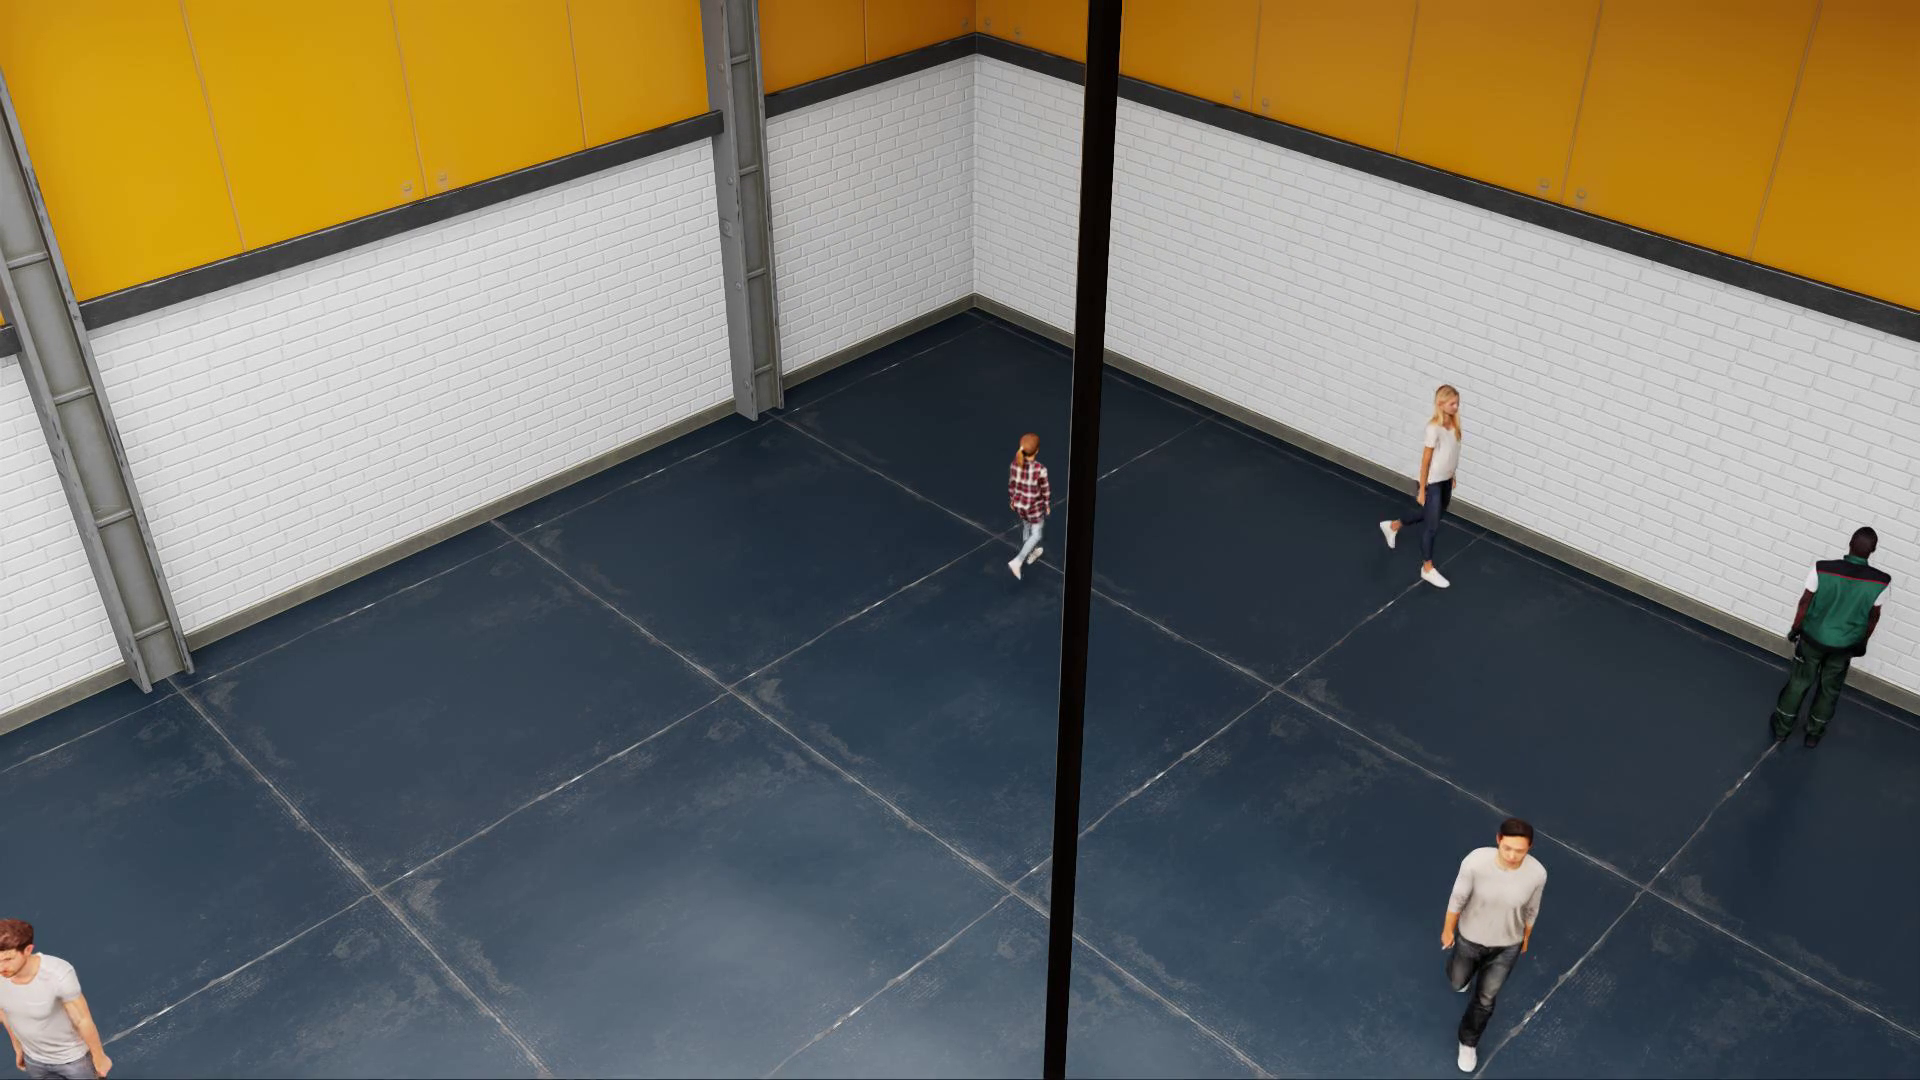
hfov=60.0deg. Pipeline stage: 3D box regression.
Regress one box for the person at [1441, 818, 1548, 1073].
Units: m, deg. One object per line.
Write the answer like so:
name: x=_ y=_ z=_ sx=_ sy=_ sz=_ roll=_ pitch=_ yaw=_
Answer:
person: x=3.051 y=2.209 z=9.616 sx=0.947 sy=1.792 sz=1.082 roll=7 pitch=34 yaw=11

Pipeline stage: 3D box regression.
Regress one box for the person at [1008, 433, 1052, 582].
person: x=0.556 y=-0.274 z=13.801 sx=0.589 sy=1.294 sz=0.834 roll=22 pitch=40 yaw=30

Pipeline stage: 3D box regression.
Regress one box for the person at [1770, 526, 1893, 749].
person: x=6.198 y=0.696 z=11.849 sx=0.767 sy=1.840 sz=0.744 roll=13 pitch=36 yaw=19

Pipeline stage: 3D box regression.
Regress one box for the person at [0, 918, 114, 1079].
person: x=-4.770 y=2.679 z=8.818 sx=0.738 sy=1.891 sz=0.755 roll=6 pitch=34 yaw=8

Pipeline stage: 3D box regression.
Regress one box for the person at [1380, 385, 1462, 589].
person: x=3.844 y=-0.499 z=13.686 sx=0.681 sy=1.795 sz=0.914 roll=27 pitch=42 yaw=35
